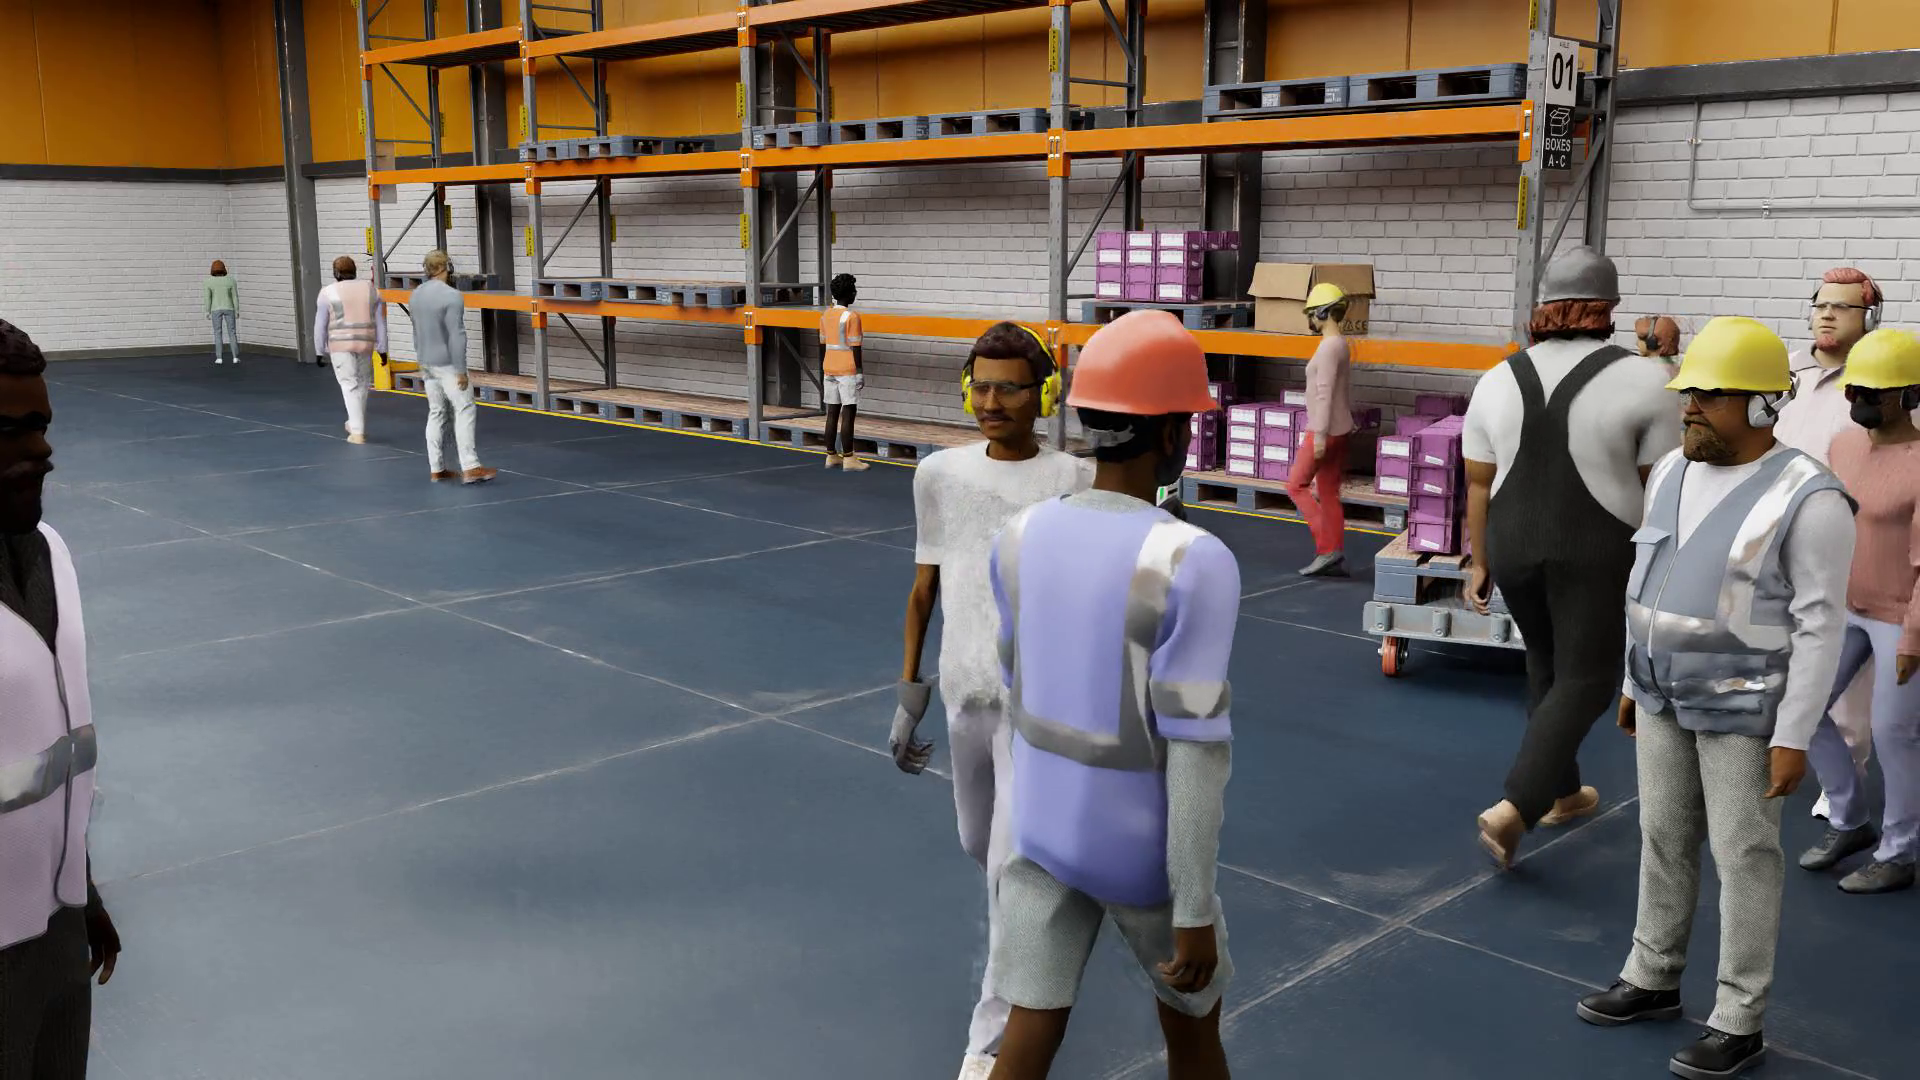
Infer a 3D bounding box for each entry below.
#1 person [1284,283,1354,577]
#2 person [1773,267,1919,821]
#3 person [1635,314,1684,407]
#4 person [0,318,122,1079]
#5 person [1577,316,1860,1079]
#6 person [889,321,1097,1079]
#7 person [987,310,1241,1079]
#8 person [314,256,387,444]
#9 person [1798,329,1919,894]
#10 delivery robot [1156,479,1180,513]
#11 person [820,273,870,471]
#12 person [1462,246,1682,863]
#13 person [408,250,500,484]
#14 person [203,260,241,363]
[{"bbox_3d":[2.142,-0.635,9.828,0.390,1.744,0.529,5,11,24],"label":"person"},{"bbox_3d":[3.014,0.011,5.840,0.407,1.913,0.641,-7,13,-35],"label":"person"},{"bbox_3d":[3.773,-0.407,8.943,0.779,1.608,0.526,9,14,41],"label":"person"},{"bbox_3d":[-1.493,0.614,2.537,0.370,1.915,0.597,-1,10,-5],"label":"person"},{"bbox_3d":[1.819,0.380,4.041,0.404,1.832,0.597,-4,11,-21],"label":"person"},{"bbox_3d":[0.115,0.372,4.111,0.522,1.836,0.928,4,11,22],"label":"person"},{"bbox_3d":[0.326,0.523,3.109,0.565,1.882,0.975,10,14,43],"label":"person"},{"bbox_3d":[-6.050,-1.872,16.383,0.656,1.806,0.841,-9,14,-41],"label":"person"},{"bbox_3d":[2.791,0.234,5.050,0.453,1.743,0.561,-2,11,-13],"label":"person"},{"bbox_3d":[1.087,-0.319,11.085,0.707,0.478,0.477,6,12,27],"label":"delivery robot"},{"bbox_3d":[-0.998,-1.441,14.338,0.315,1.696,0.541,-8,13,-37],"label":"person"},{"bbox_3d":[1.940,0.029,5.387,0.932,2.000,0.695,-9,14,-42],"label":"person"},{"bbox_3d":[-4.205,-1.408,13.604,0.775,1.907,0.400,8,13,38],"label":"person"},{"bbox_3d":[-11.683,-3.611,26.348,0.498,1.633,0.280,-5,11,-25],"label":"person"}]
